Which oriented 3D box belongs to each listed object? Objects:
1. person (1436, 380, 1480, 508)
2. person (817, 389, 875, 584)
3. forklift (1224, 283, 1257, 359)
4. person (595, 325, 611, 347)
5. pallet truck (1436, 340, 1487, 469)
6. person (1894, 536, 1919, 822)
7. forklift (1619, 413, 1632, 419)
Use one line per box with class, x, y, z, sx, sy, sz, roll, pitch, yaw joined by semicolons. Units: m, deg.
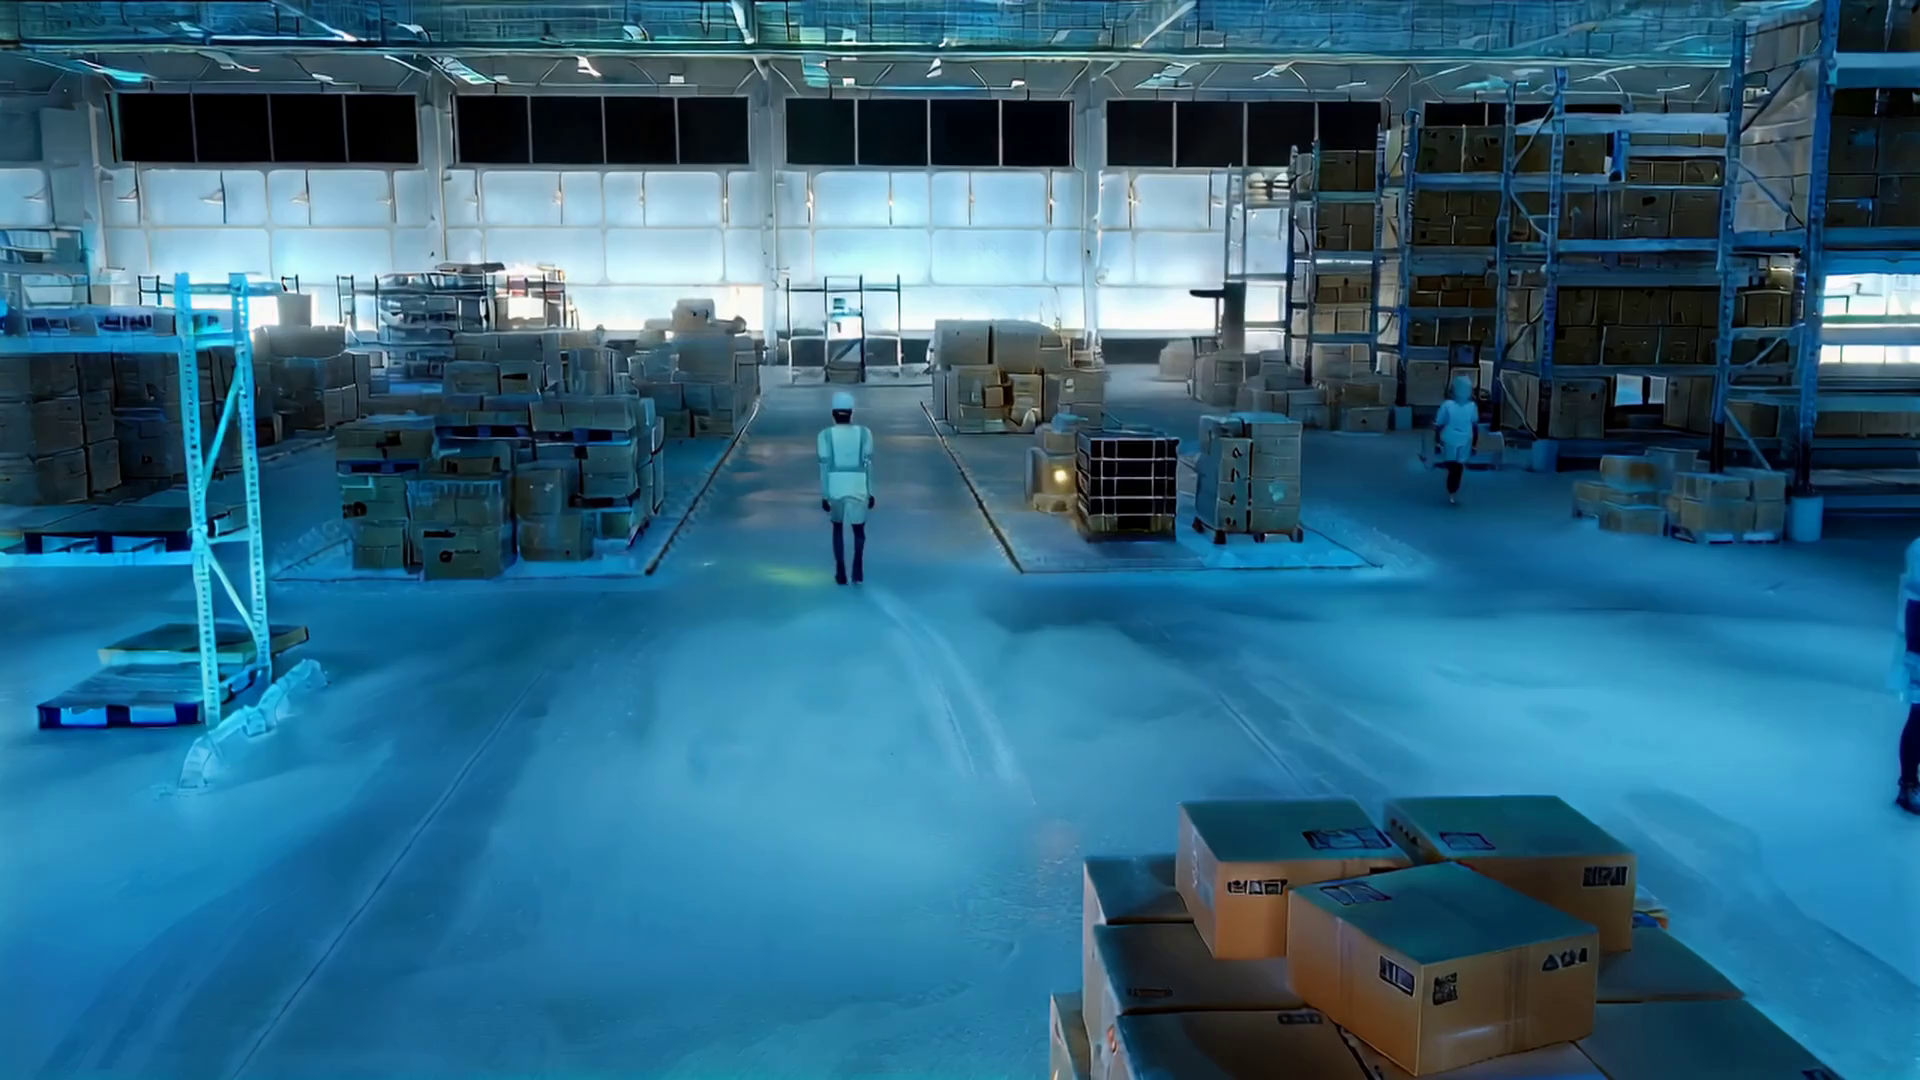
person;6.499;-1.234;21.553;0.553;1.661;0.795;-1;9;-9
person;-1.098;-0.492;16.130;0.569;1.924;0.646;-1;9;-8
forklift;7.022;-5.186;42.591;1.873;2.768;1.129;-1;9;-4
person;-7.895;-3.789;36.831;0.392;1.920;0.589;-7;11;-36
pallet truck;8.004;-2.170;26.422;0.823;1.965;1.885;2;9;14
person;5.504;0.587;9.213;0.613;1.960;0.361;-2;9;-11
forklift;13.355;-4.022;35.286;1.129;2.768;1.873;-1;9;-4
